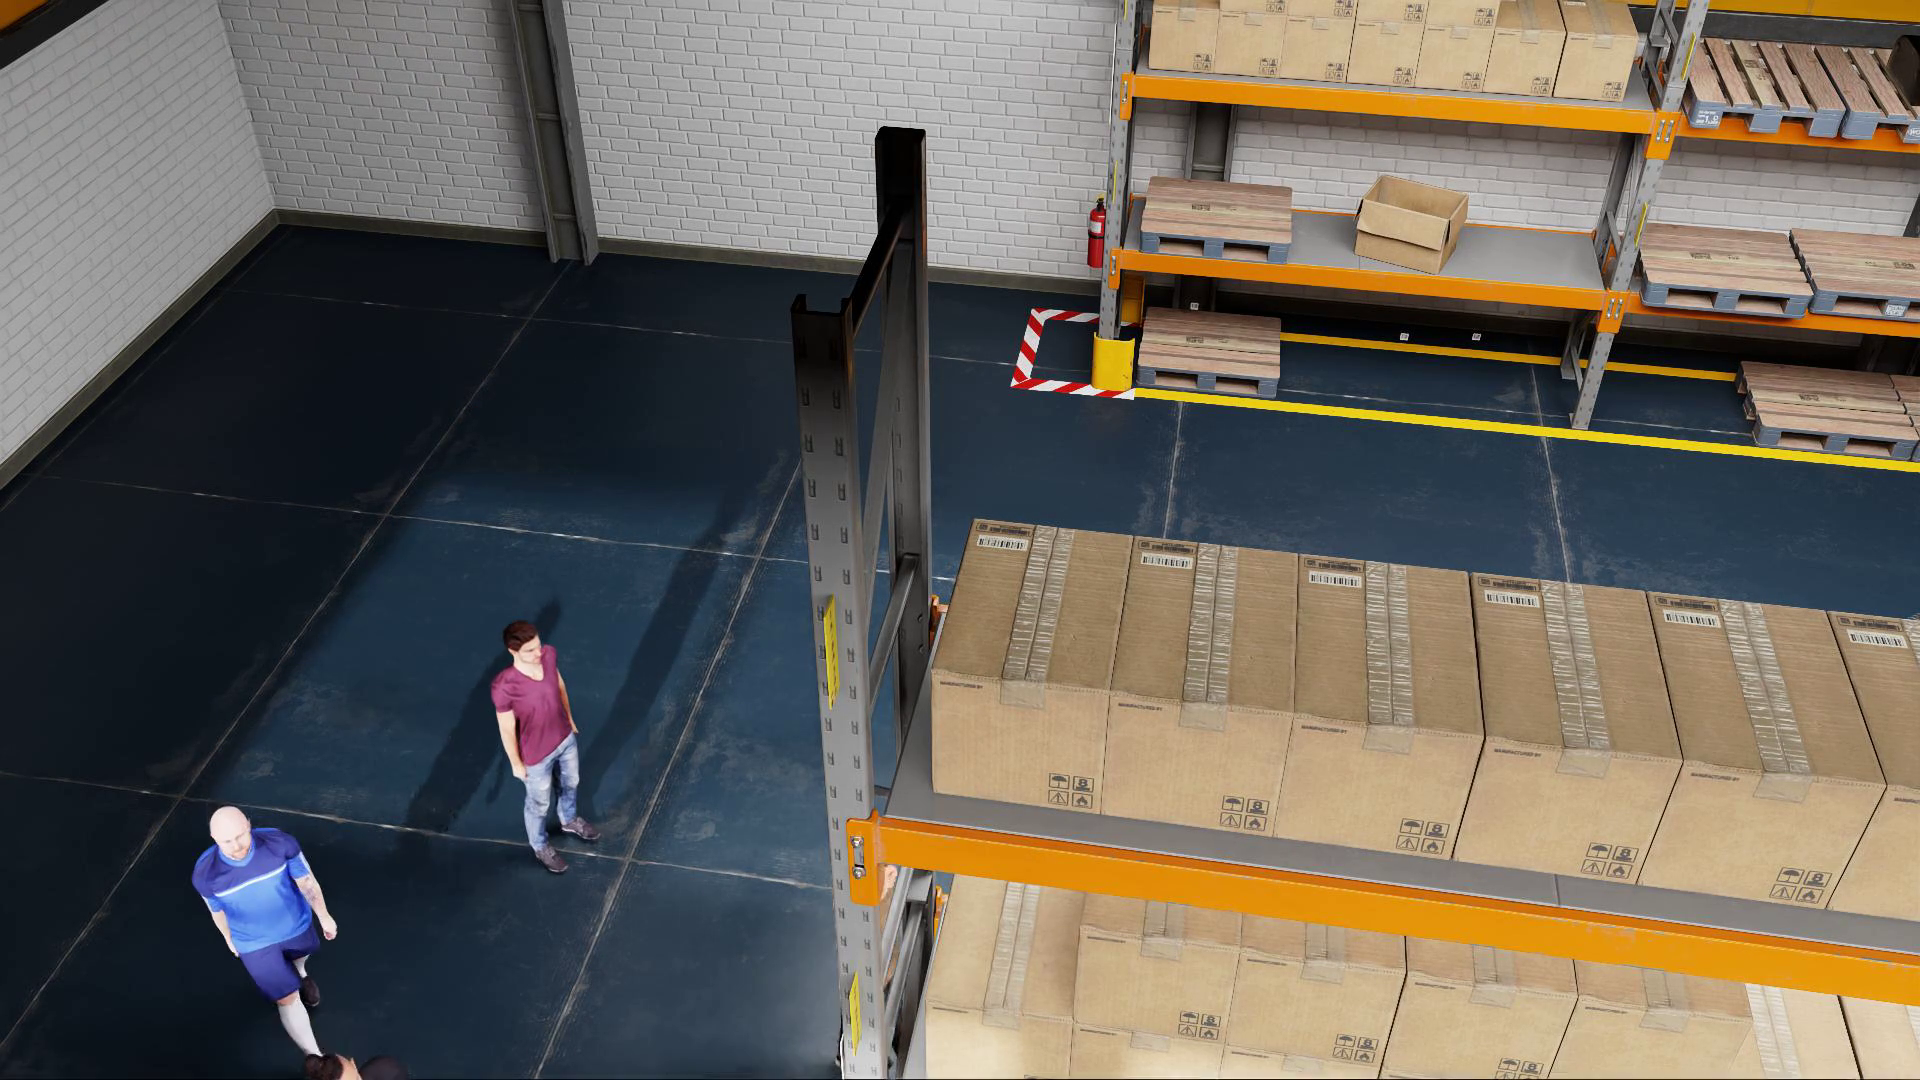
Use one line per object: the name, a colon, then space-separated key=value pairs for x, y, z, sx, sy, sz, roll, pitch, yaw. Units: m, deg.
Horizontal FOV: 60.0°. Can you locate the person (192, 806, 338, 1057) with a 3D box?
person: x=-3.641 y=1.995 z=8.793 sx=1.180 sy=1.792 sz=1.251 roll=-25 pitch=45 yaw=-28

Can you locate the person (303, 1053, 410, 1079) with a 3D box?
person: x=-2.717 y=2.837 z=7.633 sx=1.139 sy=1.924 sz=0.920 roll=19 pitch=42 yaw=22

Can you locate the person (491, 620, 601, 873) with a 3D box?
person: x=-2.466 y=1.169 z=9.781 sx=0.662 sy=1.849 sz=0.713 roll=21 pitch=43 yaw=24
